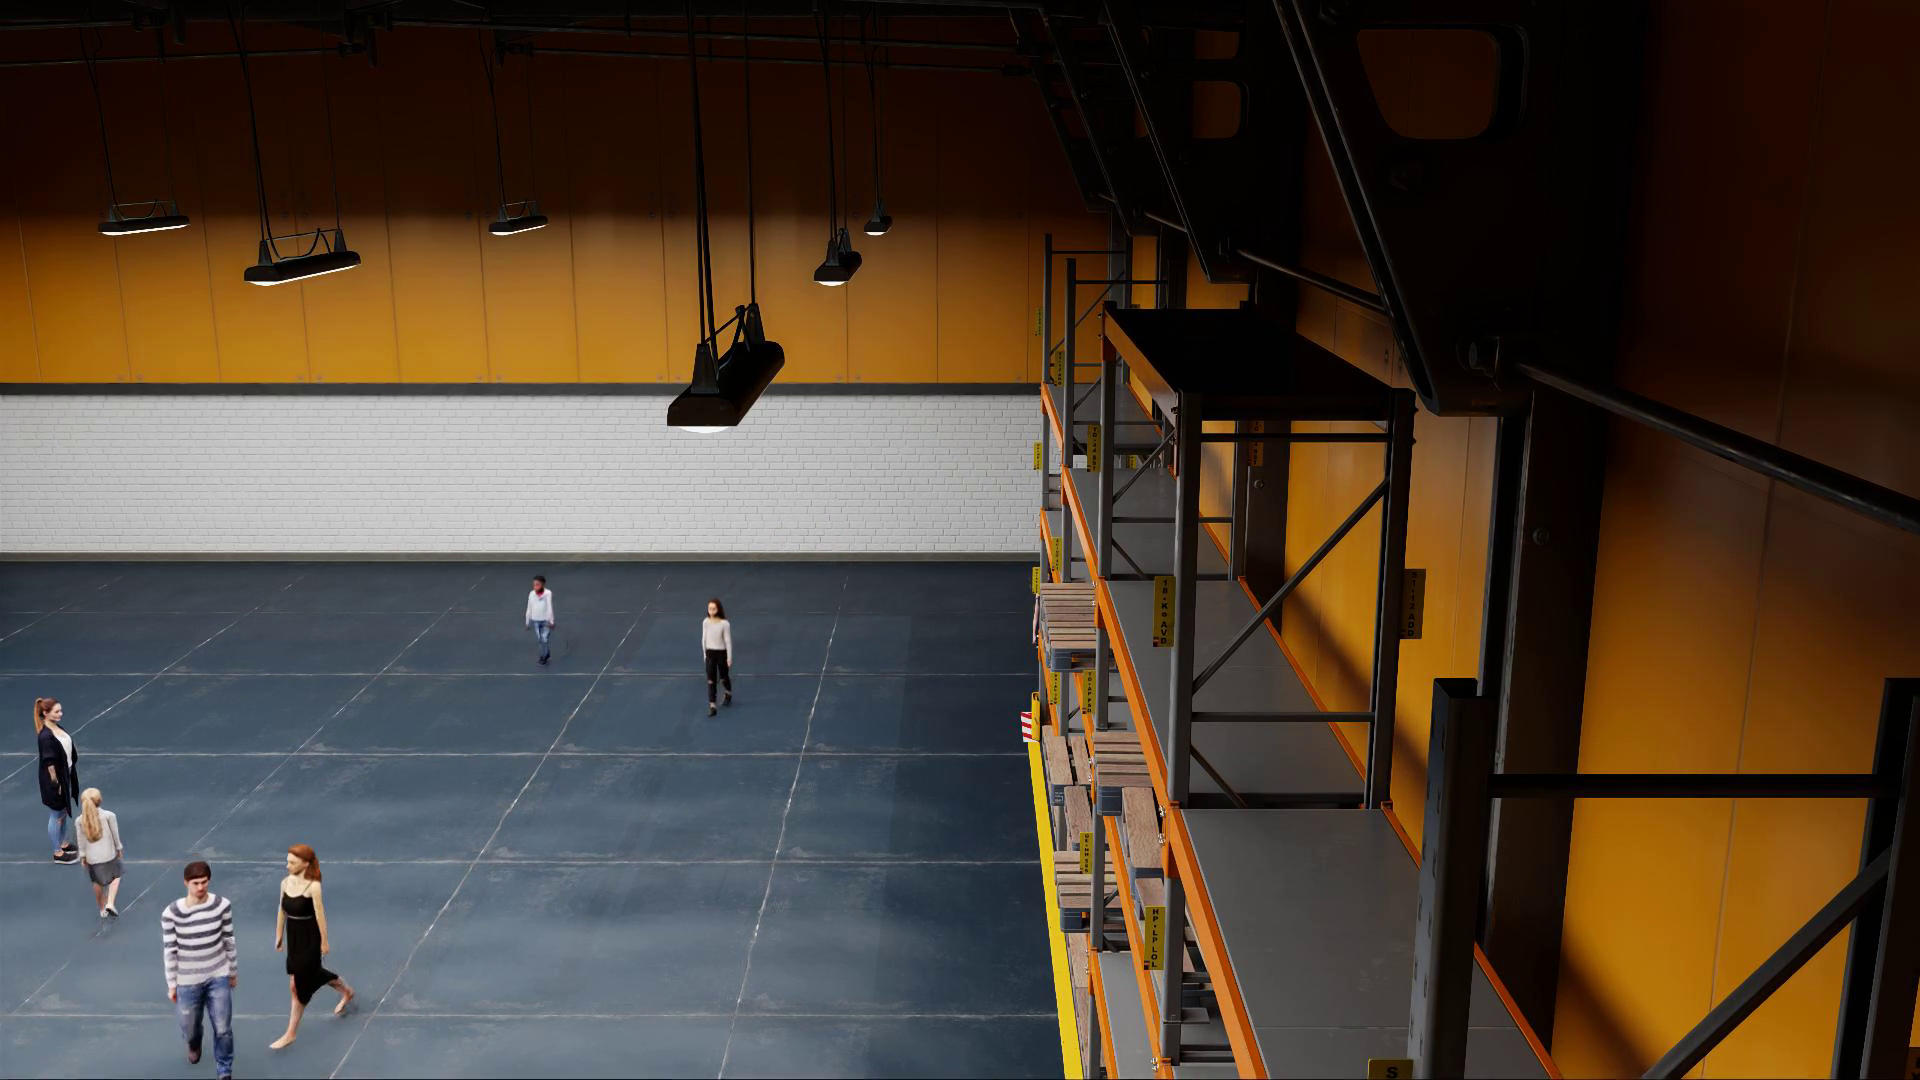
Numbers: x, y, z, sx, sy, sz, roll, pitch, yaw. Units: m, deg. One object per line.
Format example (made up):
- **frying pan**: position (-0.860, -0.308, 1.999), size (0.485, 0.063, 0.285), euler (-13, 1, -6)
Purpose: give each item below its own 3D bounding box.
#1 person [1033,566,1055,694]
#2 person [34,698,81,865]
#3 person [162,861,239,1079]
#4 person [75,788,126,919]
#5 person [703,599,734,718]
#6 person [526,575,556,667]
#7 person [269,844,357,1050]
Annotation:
- **person**: position (1.165, 1.174, 21.433), size (0.672, 1.742, 0.698), euler (9, 17, 34)
- **person**: position (-9.006, 2.380, 16.567), size (0.734, 1.689, 0.569), euler (-3, 14, -12)
- **person**: position (-5.738, 3.273, 12.574), size (0.910, 1.832, 1.050), euler (-7, 15, -28)
- **person**: position (-7.910, 2.905, 15.298), size (0.596, 1.266, 0.693), euler (-3, 14, -14)
- **person**: position (-3.021, 1.446, 20.921), size (0.671, 1.454, 1.010), euler (3, 14, 10)
- **person**: position (-5.723, 1.080, 22.884), size (0.592, 1.243, 0.763), euler (3, 14, 11)
- **person**: position (-5.194, 3.200, 13.403), size (0.946, 1.584, 1.168), euler (8, 16, 29)
